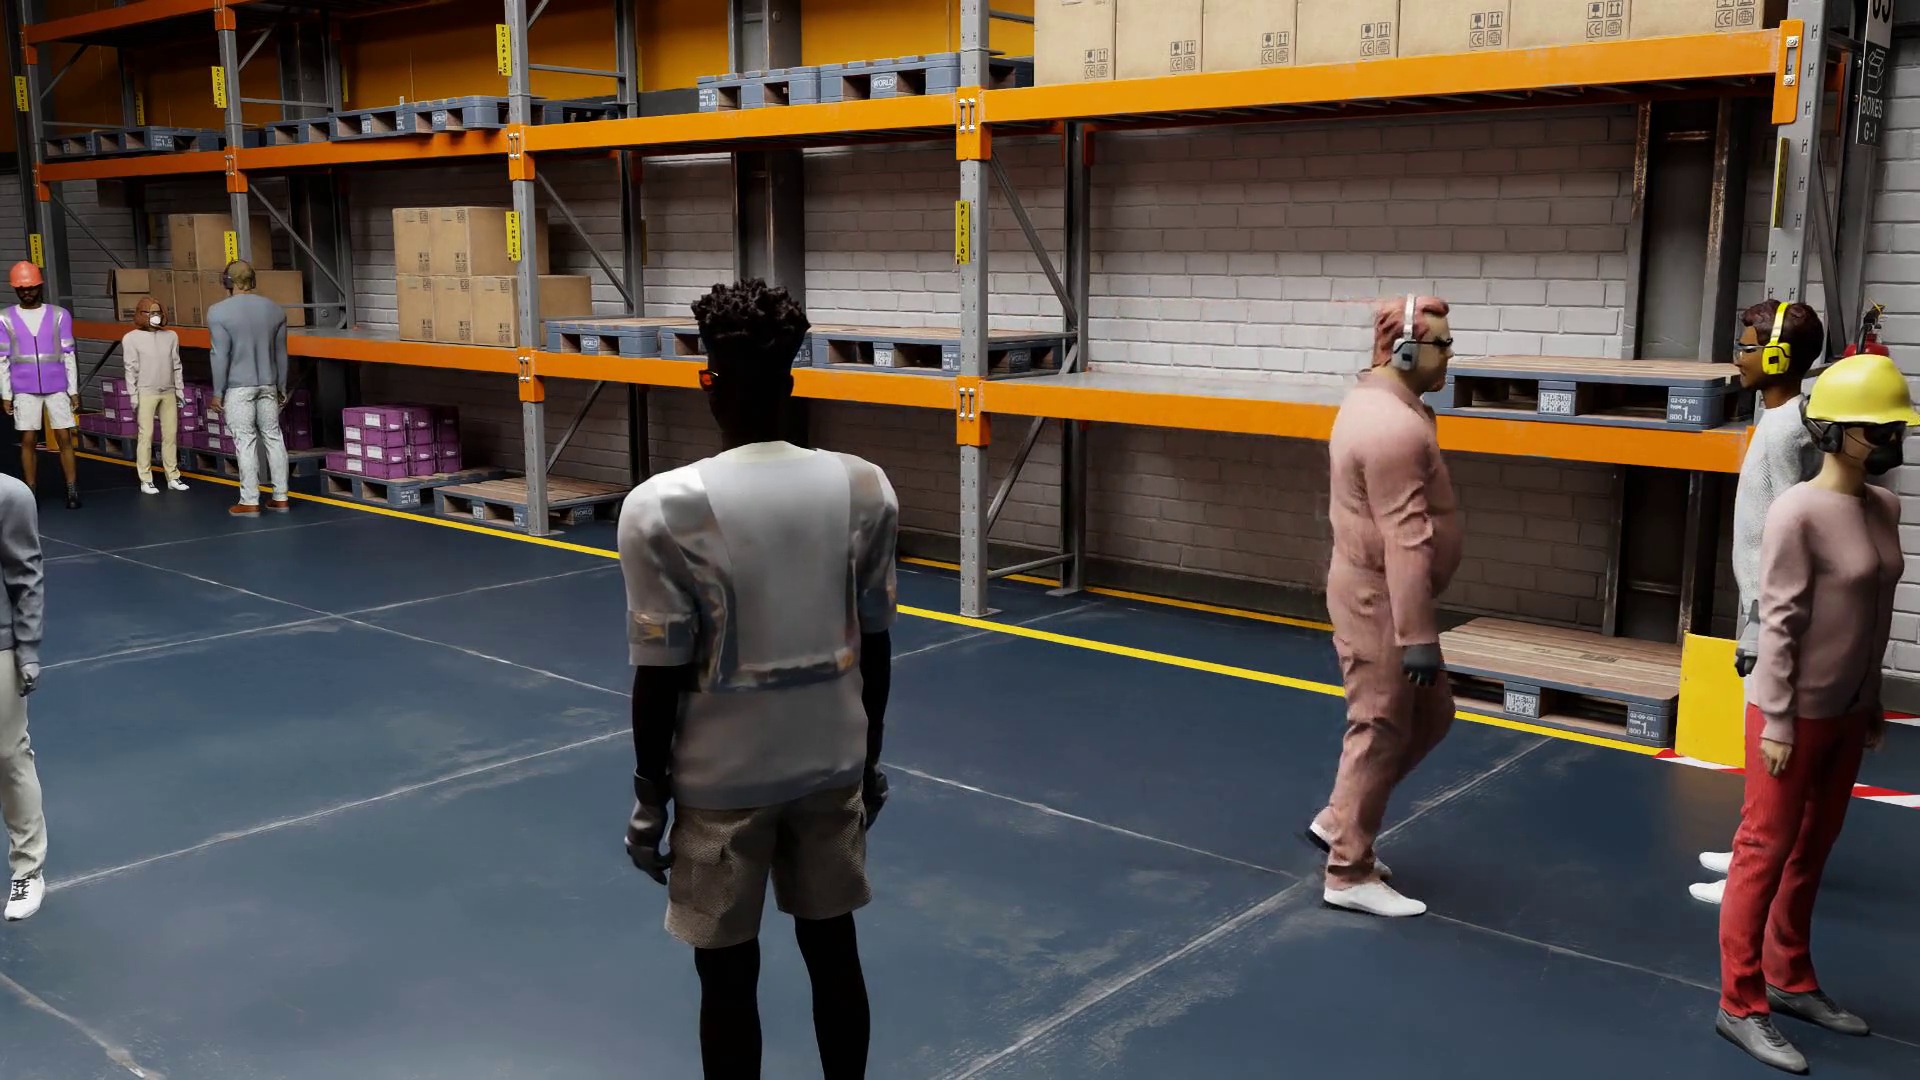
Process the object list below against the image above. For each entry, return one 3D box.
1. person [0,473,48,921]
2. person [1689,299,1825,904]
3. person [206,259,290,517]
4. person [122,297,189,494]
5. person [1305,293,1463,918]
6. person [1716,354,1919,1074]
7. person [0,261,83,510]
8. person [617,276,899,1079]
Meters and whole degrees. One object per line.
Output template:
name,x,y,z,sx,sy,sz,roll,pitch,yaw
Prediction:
person,-3.003,0.342,4.993,0.500,1.633,0.285,-1,10,-5
person,2.477,0.205,5.102,0.317,1.870,0.523,6,12,31
person,-5.362,-1.141,12.570,0.353,1.936,0.635,7,12,34
person,-6.659,-1.195,13.774,0.282,1.624,0.493,6,11,29
person,1.315,0.211,5.024,0.435,1.892,0.651,2,10,13
person,2.163,0.422,4.156,0.526,1.769,0.328,-7,12,-34
person,-7.090,-1.173,12.803,0.543,1.925,0.395,-5,11,-28
person,-0.405,0.455,3.401,0.604,1.966,0.367,-7,12,-34
